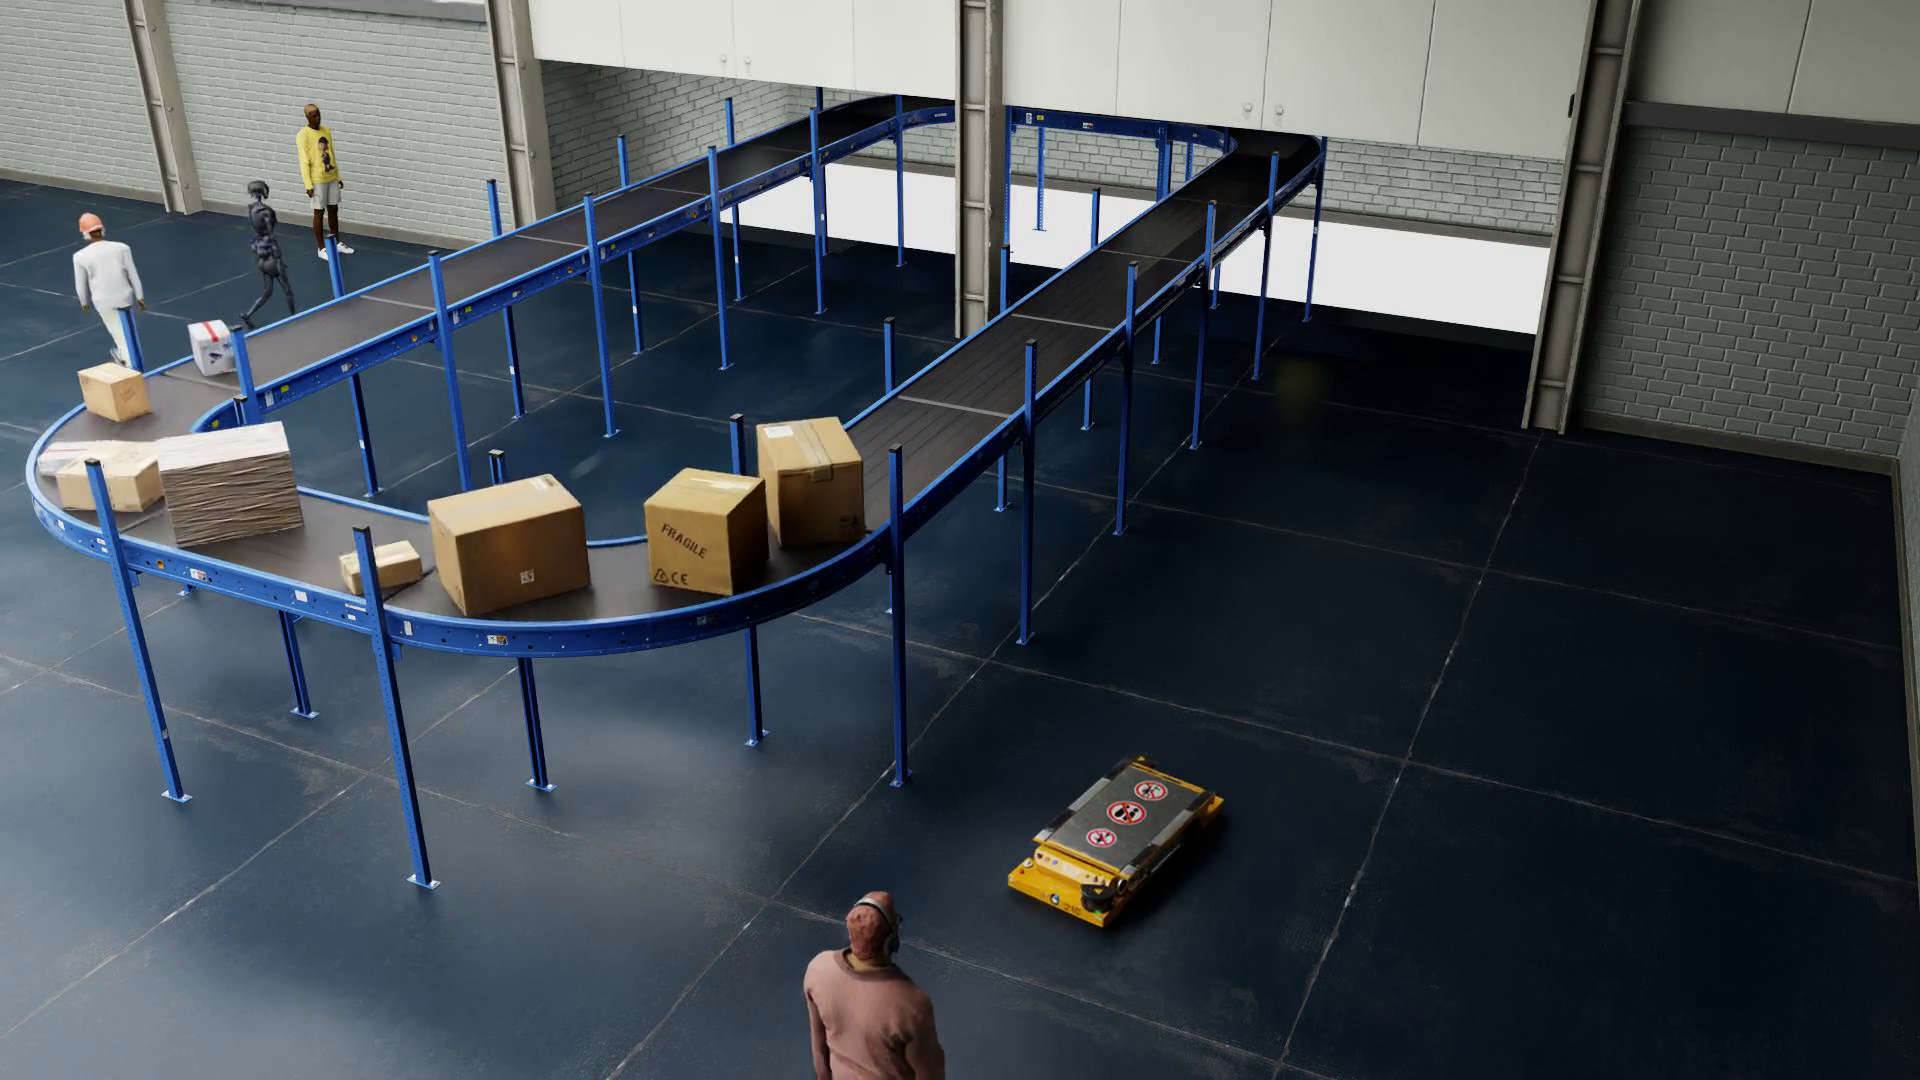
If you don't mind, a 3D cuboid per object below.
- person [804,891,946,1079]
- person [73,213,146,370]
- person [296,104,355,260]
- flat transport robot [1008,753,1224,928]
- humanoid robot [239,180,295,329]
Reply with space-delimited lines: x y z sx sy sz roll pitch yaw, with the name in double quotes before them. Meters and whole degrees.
"person" -0.363 2.310 6.997 0.647 1.884 0.745 21 33 35
"person" -8.618 -2.461 16.819 0.896 1.694 0.565 20 33 34
"person" -7.897 -4.444 20.598 0.363 1.898 0.558 12 29 23
"flat transport robot" 0.955 1.760 9.930 0.659 0.231 1.431 18 32 32
"humanoid robot" -7.626 -3.111 18.199 0.693 1.647 0.610 -19 32 -34
